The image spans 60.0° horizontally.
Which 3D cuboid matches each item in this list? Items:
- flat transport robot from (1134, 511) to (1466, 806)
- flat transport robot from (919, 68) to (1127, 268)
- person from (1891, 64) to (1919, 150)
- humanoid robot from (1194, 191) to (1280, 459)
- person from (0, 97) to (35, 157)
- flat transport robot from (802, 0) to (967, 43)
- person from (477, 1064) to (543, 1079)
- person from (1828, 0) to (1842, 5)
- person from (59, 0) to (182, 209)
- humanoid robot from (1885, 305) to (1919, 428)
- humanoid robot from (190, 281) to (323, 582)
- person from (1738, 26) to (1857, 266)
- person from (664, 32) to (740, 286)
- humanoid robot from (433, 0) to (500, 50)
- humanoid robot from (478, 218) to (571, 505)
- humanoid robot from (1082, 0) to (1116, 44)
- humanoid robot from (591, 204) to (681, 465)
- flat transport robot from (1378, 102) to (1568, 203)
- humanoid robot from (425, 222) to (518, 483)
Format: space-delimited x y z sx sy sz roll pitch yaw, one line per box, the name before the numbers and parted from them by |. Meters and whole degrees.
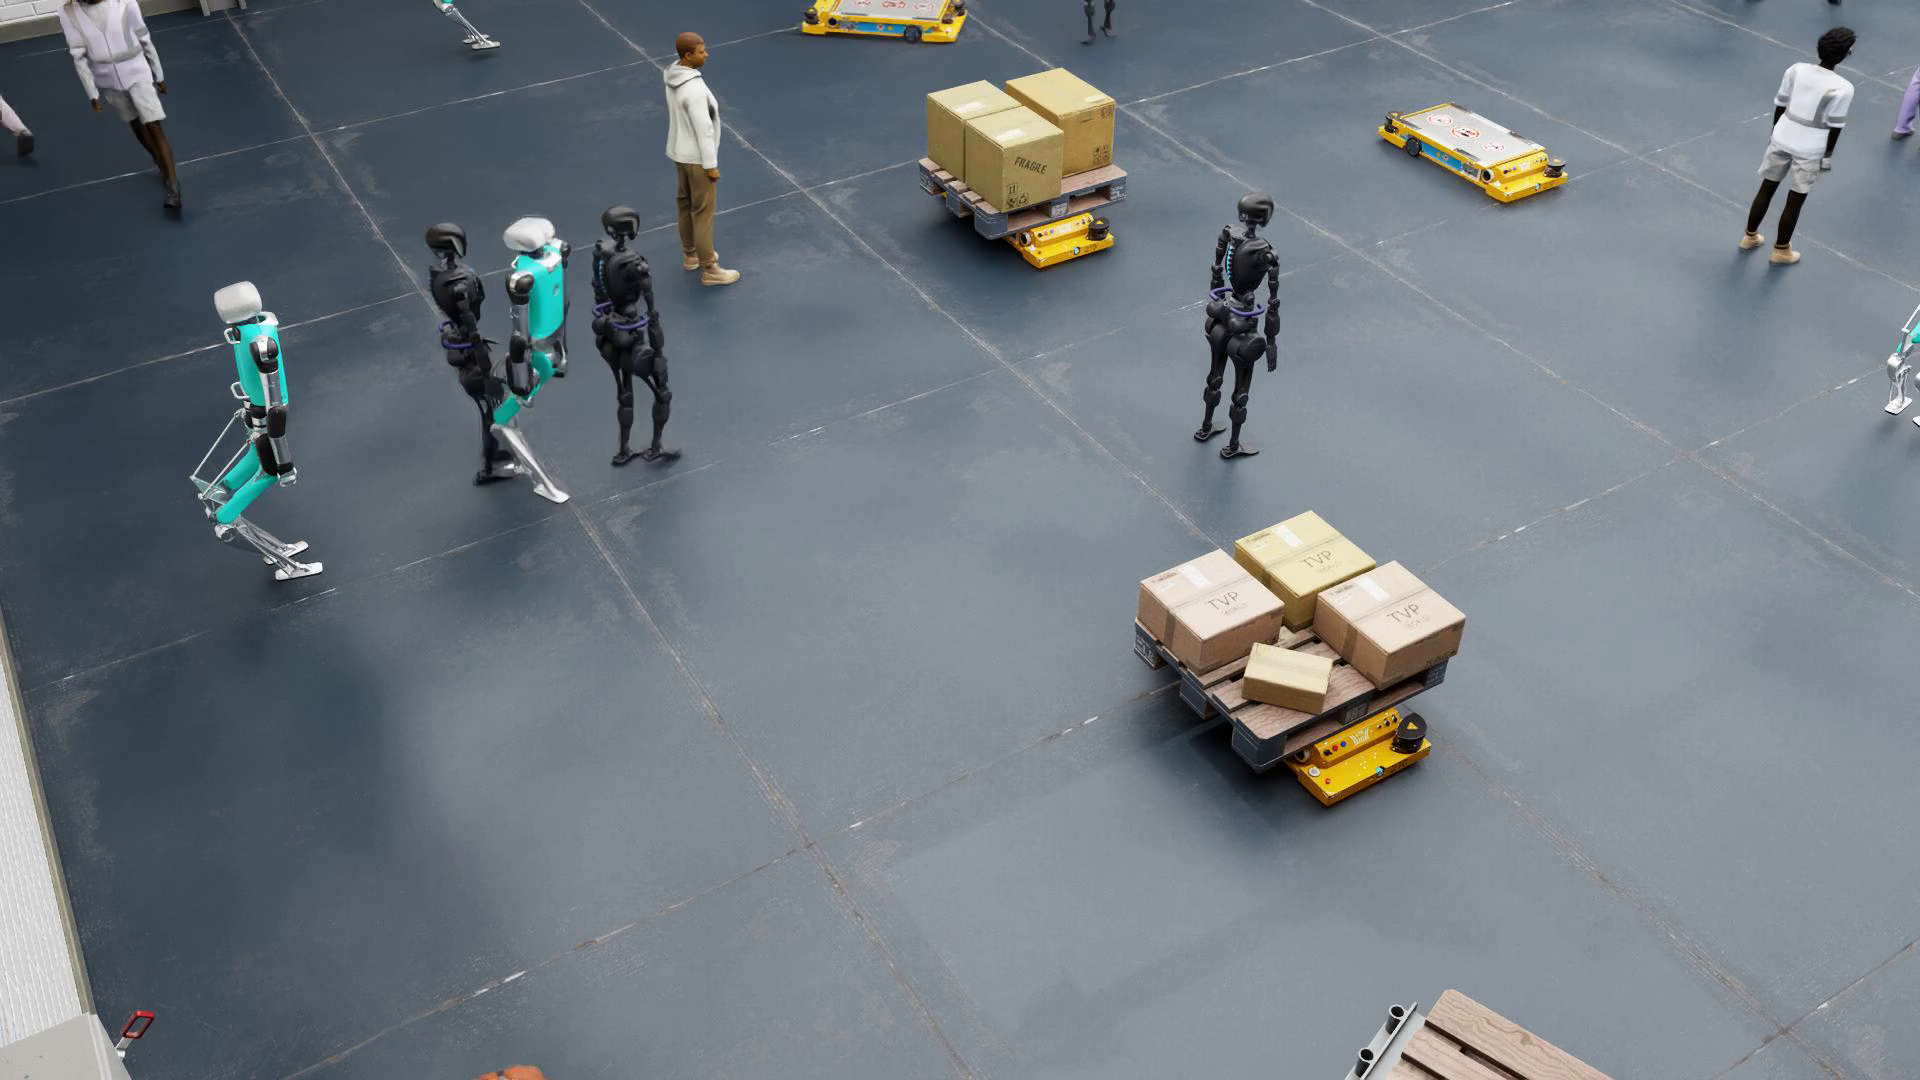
flat transport robot | 1.635 0.714 8.391 0.659 0.231 1.431 -21 43 -24
flat transport robot | 0.469 -2.477 12.417 0.659 0.231 1.431 -21 43 -24
person | 7.787 -3.967 13.027 0.391 1.845 0.562 -19 42 -23
humanoid robot | 1.634 -1.274 9.754 0.315 1.657 0.599 -21 43 -24
person | -7.780 -3.791 12.824 0.857 1.813 0.575 15 41 18
flat transport robot | -0.694 -4.860 15.425 1.431 0.231 0.659 6 39 8
person | -1.279 2.242 5.165 0.356 1.881 0.573 -19 42 -23
person | 8.642 -5.969 15.575 0.532 1.819 1.009 22 43 25
person | -6.160 -3.343 12.211 0.552 1.875 0.988 -11 40 -14
humanoid robot | 5.834 -1.410 9.782 0.735 1.677 0.533 -21 43 -24
humanoid robot | -3.760 -0.496 8.628 0.735 1.677 0.533 -21 43 -24
person | 5.864 -2.749 11.609 0.321 1.695 0.535 -19 42 -23
person | -1.824 -2.598 11.364 0.373 1.765 0.519 -19 42 -23
humanoid robot | -4.392 -5.095 14.431 0.735 1.677 0.533 -21 43 -24
humanoid robot | -2.542 -0.990 9.399 0.828 1.825 0.544 11 40 14
humanoid robot | 1.286 -5.276 14.822 0.594 1.643 0.472 0 38 0
humanoid robot | -1.946 -1.170 9.641 0.601 1.643 0.375 31 48 33
flat transport robot | 4.062 -3.106 13.211 0.659 0.231 1.431 -21 43 -24
humanoid robot | -2.747 -1.062 9.494 0.393 1.649 0.591 -15 41 -18
